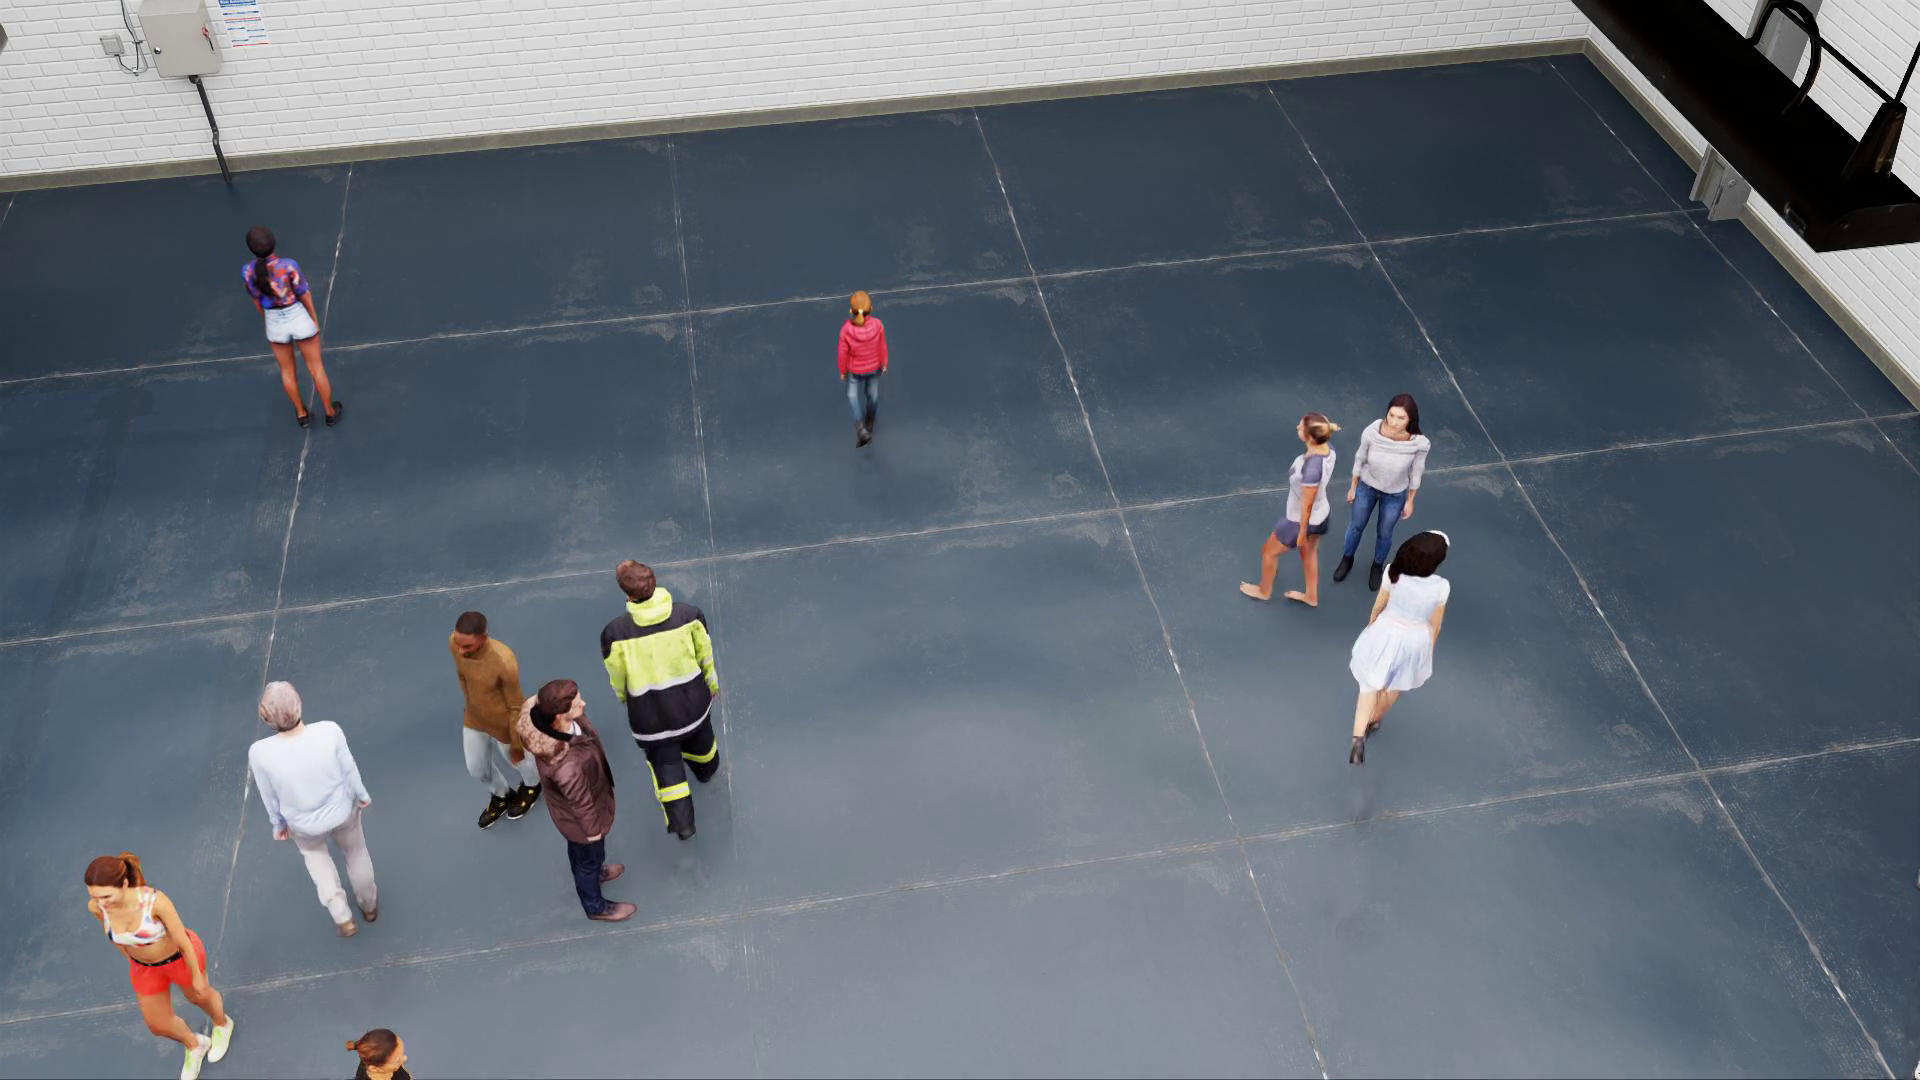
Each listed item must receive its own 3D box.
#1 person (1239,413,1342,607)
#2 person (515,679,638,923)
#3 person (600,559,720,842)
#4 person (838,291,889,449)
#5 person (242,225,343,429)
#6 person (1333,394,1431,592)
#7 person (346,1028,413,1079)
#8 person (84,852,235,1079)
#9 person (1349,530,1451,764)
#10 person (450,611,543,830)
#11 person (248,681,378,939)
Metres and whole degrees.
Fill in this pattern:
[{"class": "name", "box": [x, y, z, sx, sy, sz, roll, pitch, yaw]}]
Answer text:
[{"class": "person", "box": [2.332, -0.130, 10.911, 0.871, 1.601, 0.817, 23, 48, 23]}, {"class": "person", "box": [-2.096, 1.415, 9.114, 0.858, 1.844, 0.660, -14, 45, -14]}, {"class": "person", "box": [-1.692, 0.939, 9.534, 0.953, 1.952, 1.192, -15, 46, -15]}, {"class": "person", "box": [-0.703, -1.241, 12.291, 0.543, 1.306, 0.739, -9, 44, -10]}, {"class": "person", "box": [-4.962, -1.579, 12.329, 0.575, 1.744, 0.498, -8, 44, -8]}, {"class": "person", "box": [2.812, -0.332, 11.100, 0.678, 1.633, 0.687, 16, 46, 16]}, {"class": "person", "box": [-2.770, 2.817, 7.800, 0.761, 1.627, 0.930, 1, 44, 1]}, {"class": "person", "box": [-4.008, 2.069, 8.477, 0.604, 1.775, 0.641, -3, 44, -3]}, {"class": "person", "box": [2.597, 0.700, 9.901, 0.958, 1.793, 1.076, 15, 46, 15]}, {"class": "person", "box": [-2.607, 0.963, 9.625, 0.814, 1.792, 0.857, 21, 47, 20]}, {"class": "person", "box": [-3.422, 1.539, 8.961, 0.792, 1.875, 0.883, -18, 47, -18]}]
